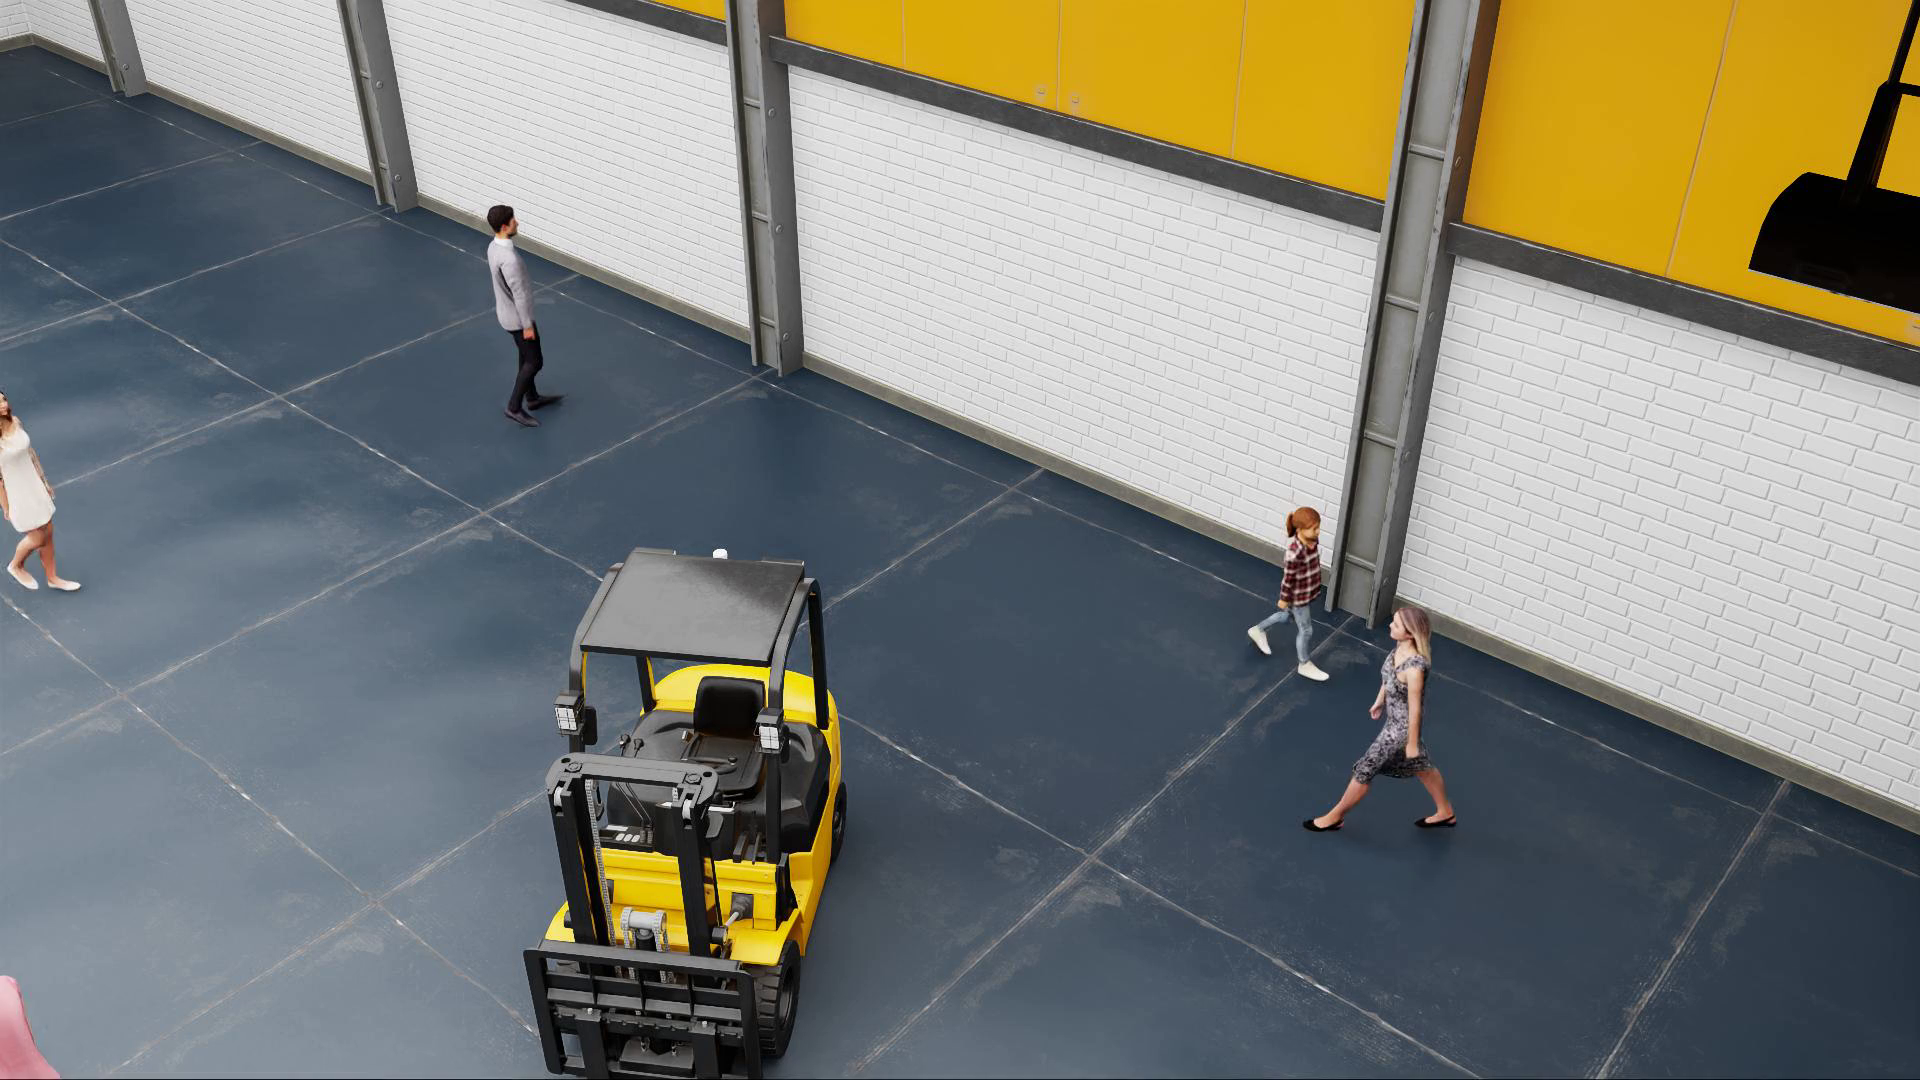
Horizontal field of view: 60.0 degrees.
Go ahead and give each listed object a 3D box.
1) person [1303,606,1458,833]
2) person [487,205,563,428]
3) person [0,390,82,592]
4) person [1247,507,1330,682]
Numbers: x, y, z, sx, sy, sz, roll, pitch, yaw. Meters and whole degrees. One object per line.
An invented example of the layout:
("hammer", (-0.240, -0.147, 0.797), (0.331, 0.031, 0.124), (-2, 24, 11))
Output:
("person", (2.689, 1.120, 9.772), (1.210, 1.650, 0.987), (5, 34, 7))
("person", (-3.788, -1.908, 14.069), (0.993, 1.936, 0.908), (-15, 36, -21))
("person", (-6.811, -0.355, 11.946), (0.821, 1.699, 0.729), (5, 34, 8))
("person", (2.247, 0.318, 11.302), (0.884, 1.291, 0.557), (22, 40, 30))
